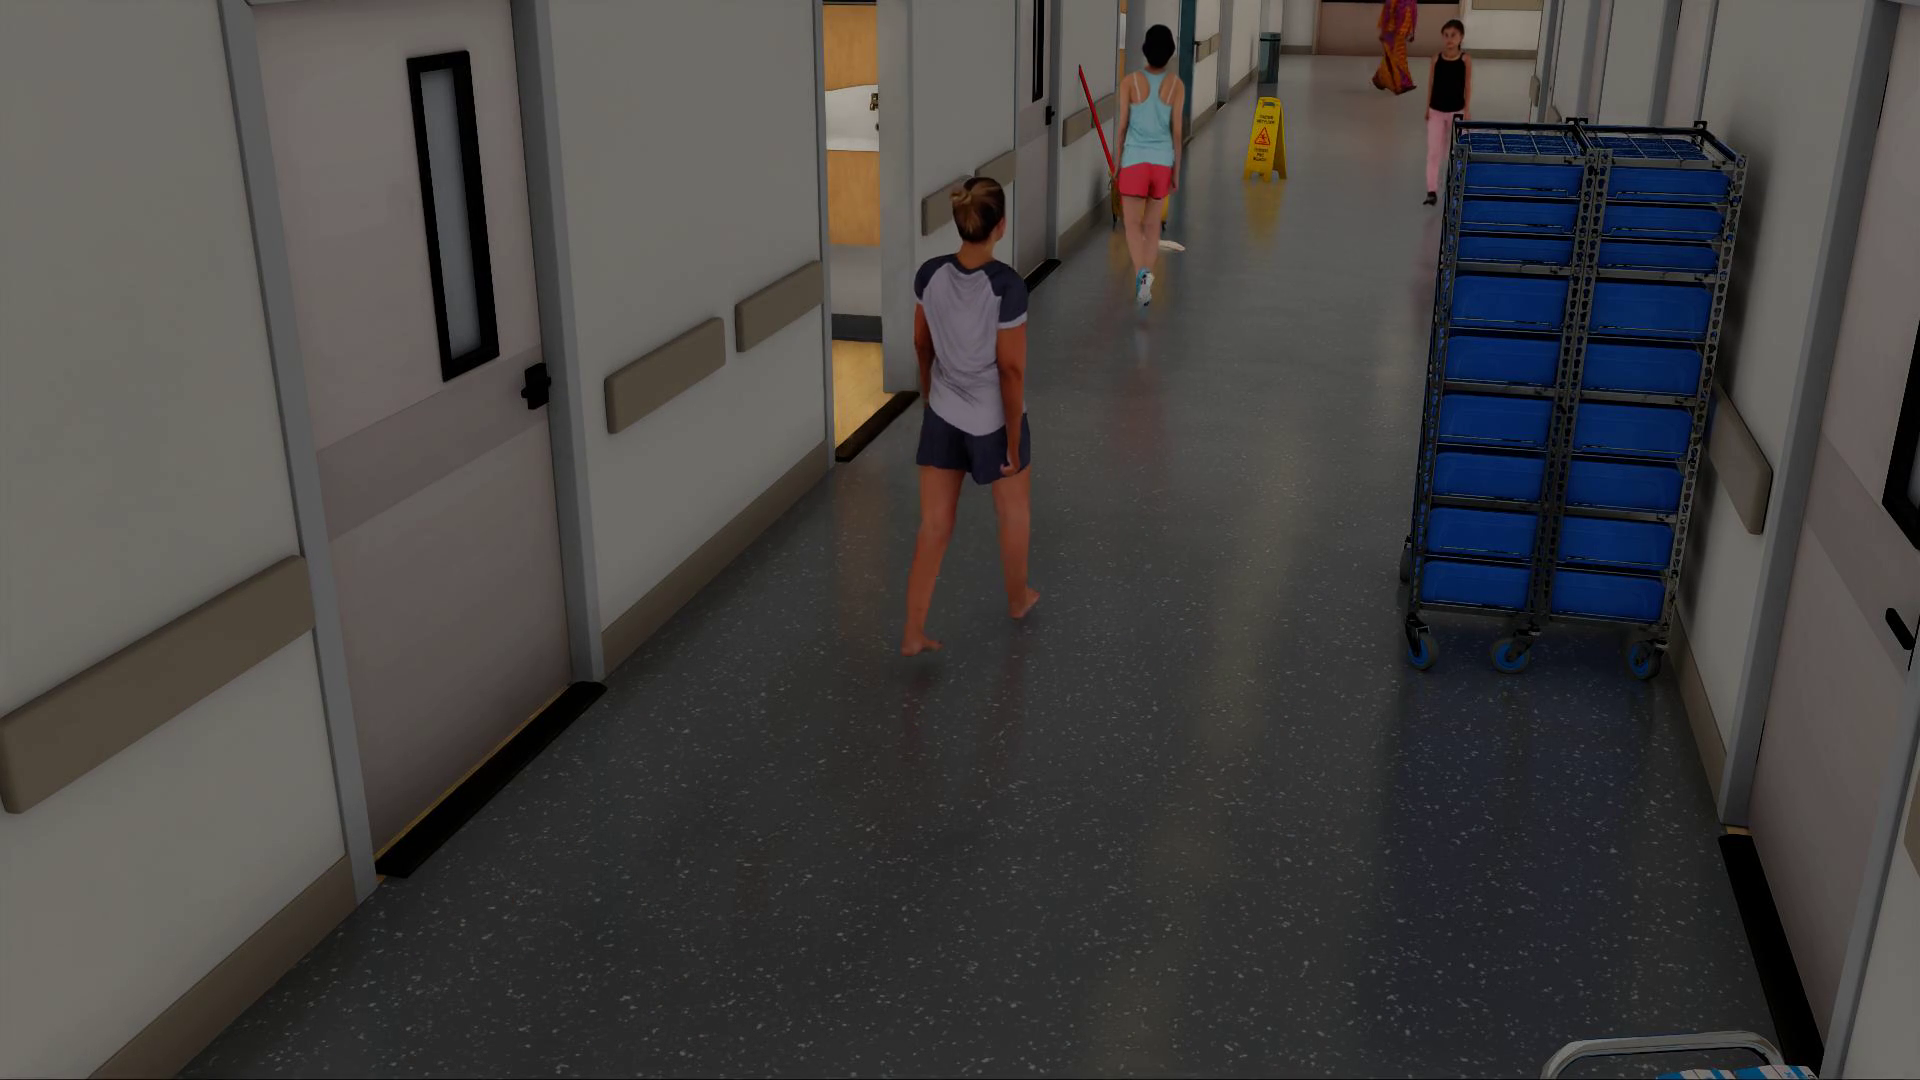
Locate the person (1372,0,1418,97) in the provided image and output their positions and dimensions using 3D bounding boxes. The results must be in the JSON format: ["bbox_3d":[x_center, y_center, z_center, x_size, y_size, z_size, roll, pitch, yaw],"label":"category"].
[{"bbox_3d":[6.015,-7.059,23.075,1.186,1.669,1.194,-12,24,-28],"label":"person"}]

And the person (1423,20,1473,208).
[{"bbox_3d":[4.188,-3.639,14.248,0.624,1.541,0.979,10,23,24],"label":"person"}]

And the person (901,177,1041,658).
[{"bbox_3d":[0.004,-0.349,5.500,0.700,1.584,1.056,9,23,23],"label":"person"}]

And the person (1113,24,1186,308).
[{"bbox_3d":[1.174,-2.299,10.423,0.757,1.745,1.141,1,21,2],"label":"person"}]
